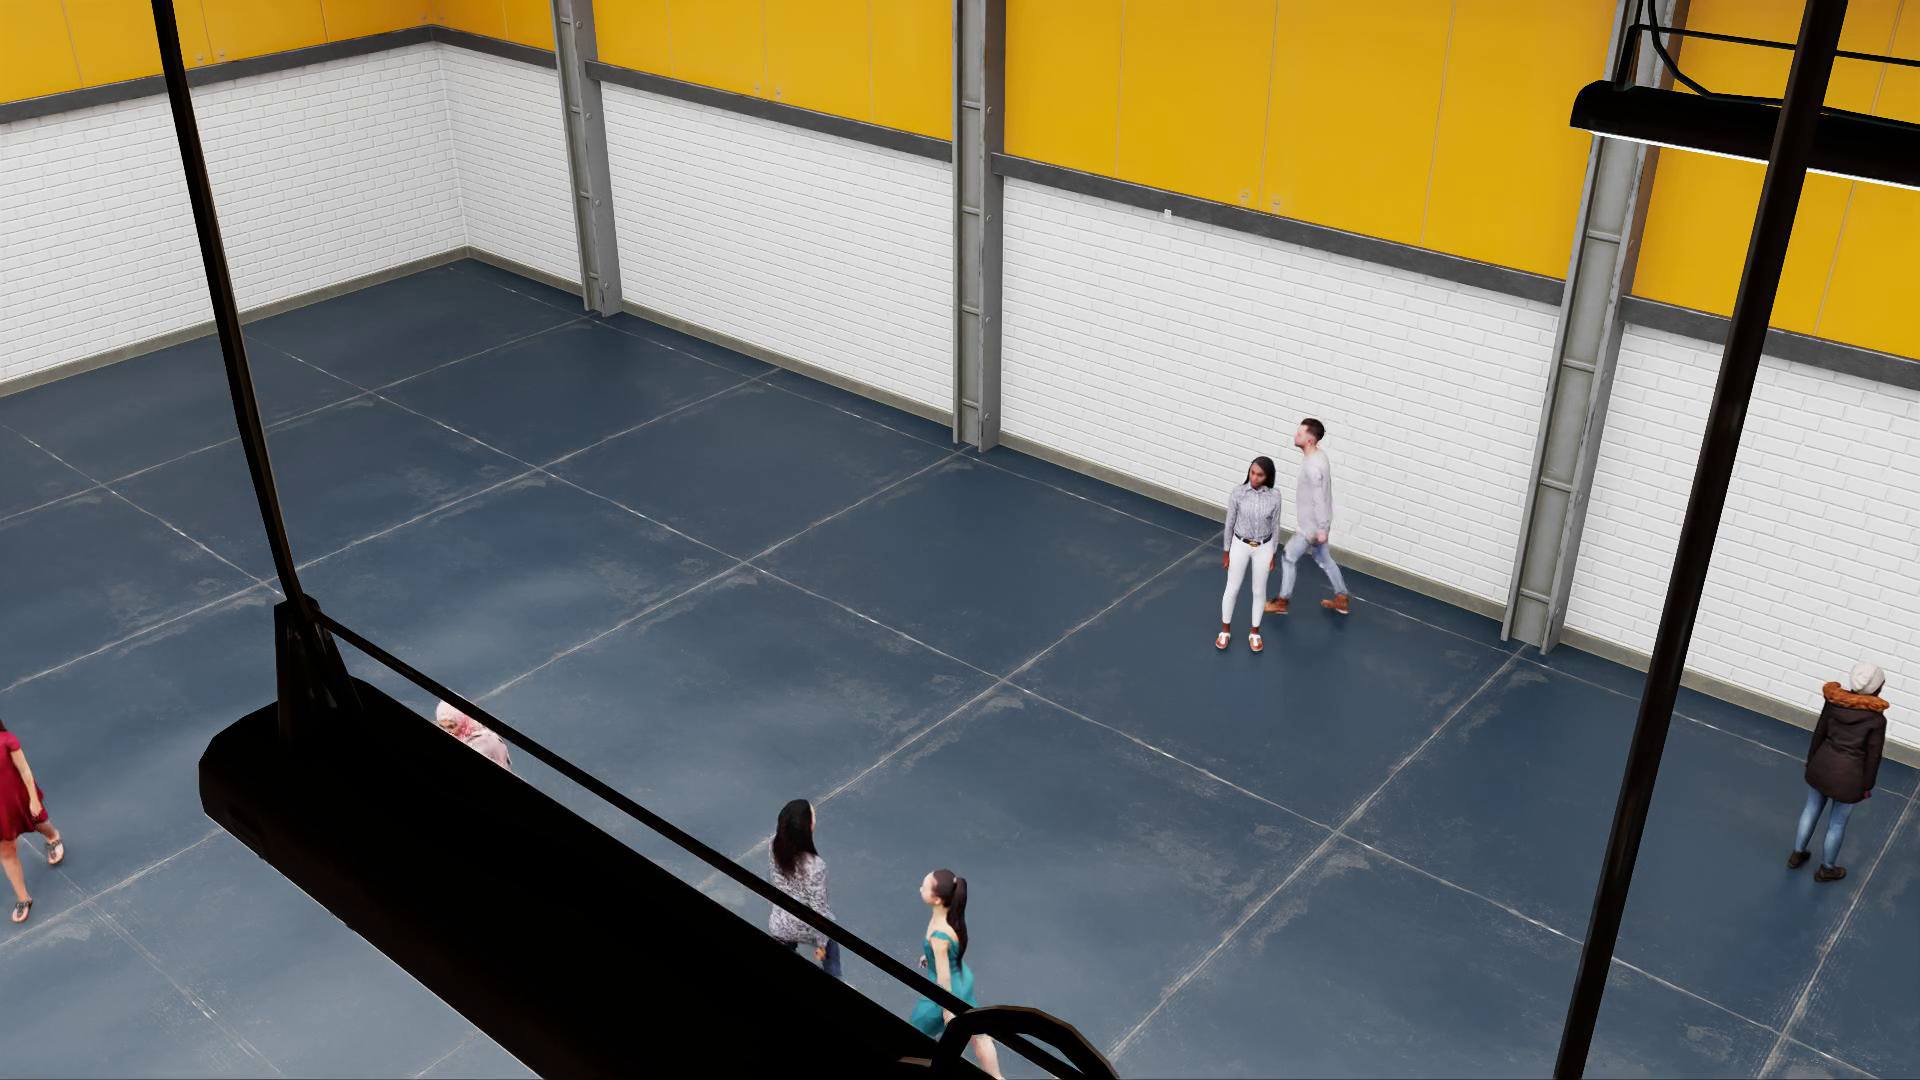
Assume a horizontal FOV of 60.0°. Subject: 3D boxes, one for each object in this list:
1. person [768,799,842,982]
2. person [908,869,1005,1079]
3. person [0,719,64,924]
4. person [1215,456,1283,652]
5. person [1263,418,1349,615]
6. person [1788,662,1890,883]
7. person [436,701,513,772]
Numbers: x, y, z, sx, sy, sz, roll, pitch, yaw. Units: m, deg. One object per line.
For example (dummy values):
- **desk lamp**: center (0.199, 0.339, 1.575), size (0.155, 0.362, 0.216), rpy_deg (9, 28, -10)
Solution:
- **person**: center (-0.973, 2.236, 9.544), size (1.060, 1.703, 0.725), rpy_deg (19, 34, 31)
- **person**: center (0.015, 2.499, 9.132), size (1.098, 1.636, 0.819), rpy_deg (8, 30, 15)
- **person**: center (-6.181, 1.629, 10.846), size (0.934, 1.523, 1.116), rpy_deg (-8, 30, -14)
- **person**: center (2.354, 0.096, 13.448), size (0.613, 1.722, 0.726), rpy_deg (5, 29, 8)
- **person**: center (3.006, -0.145, 13.816), size (1.138, 1.793, 0.965), rpy_deg (8, 30, 14)
- **person**: center (5.780, 1.518, 10.931), size (0.758, 1.636, 0.637), rpy_deg (-17, 33, -28)
- **person**: center (-3.021, 1.686, 10.477), size (0.954, 1.775, 0.975), rpy_deg (0, 29, 1)
